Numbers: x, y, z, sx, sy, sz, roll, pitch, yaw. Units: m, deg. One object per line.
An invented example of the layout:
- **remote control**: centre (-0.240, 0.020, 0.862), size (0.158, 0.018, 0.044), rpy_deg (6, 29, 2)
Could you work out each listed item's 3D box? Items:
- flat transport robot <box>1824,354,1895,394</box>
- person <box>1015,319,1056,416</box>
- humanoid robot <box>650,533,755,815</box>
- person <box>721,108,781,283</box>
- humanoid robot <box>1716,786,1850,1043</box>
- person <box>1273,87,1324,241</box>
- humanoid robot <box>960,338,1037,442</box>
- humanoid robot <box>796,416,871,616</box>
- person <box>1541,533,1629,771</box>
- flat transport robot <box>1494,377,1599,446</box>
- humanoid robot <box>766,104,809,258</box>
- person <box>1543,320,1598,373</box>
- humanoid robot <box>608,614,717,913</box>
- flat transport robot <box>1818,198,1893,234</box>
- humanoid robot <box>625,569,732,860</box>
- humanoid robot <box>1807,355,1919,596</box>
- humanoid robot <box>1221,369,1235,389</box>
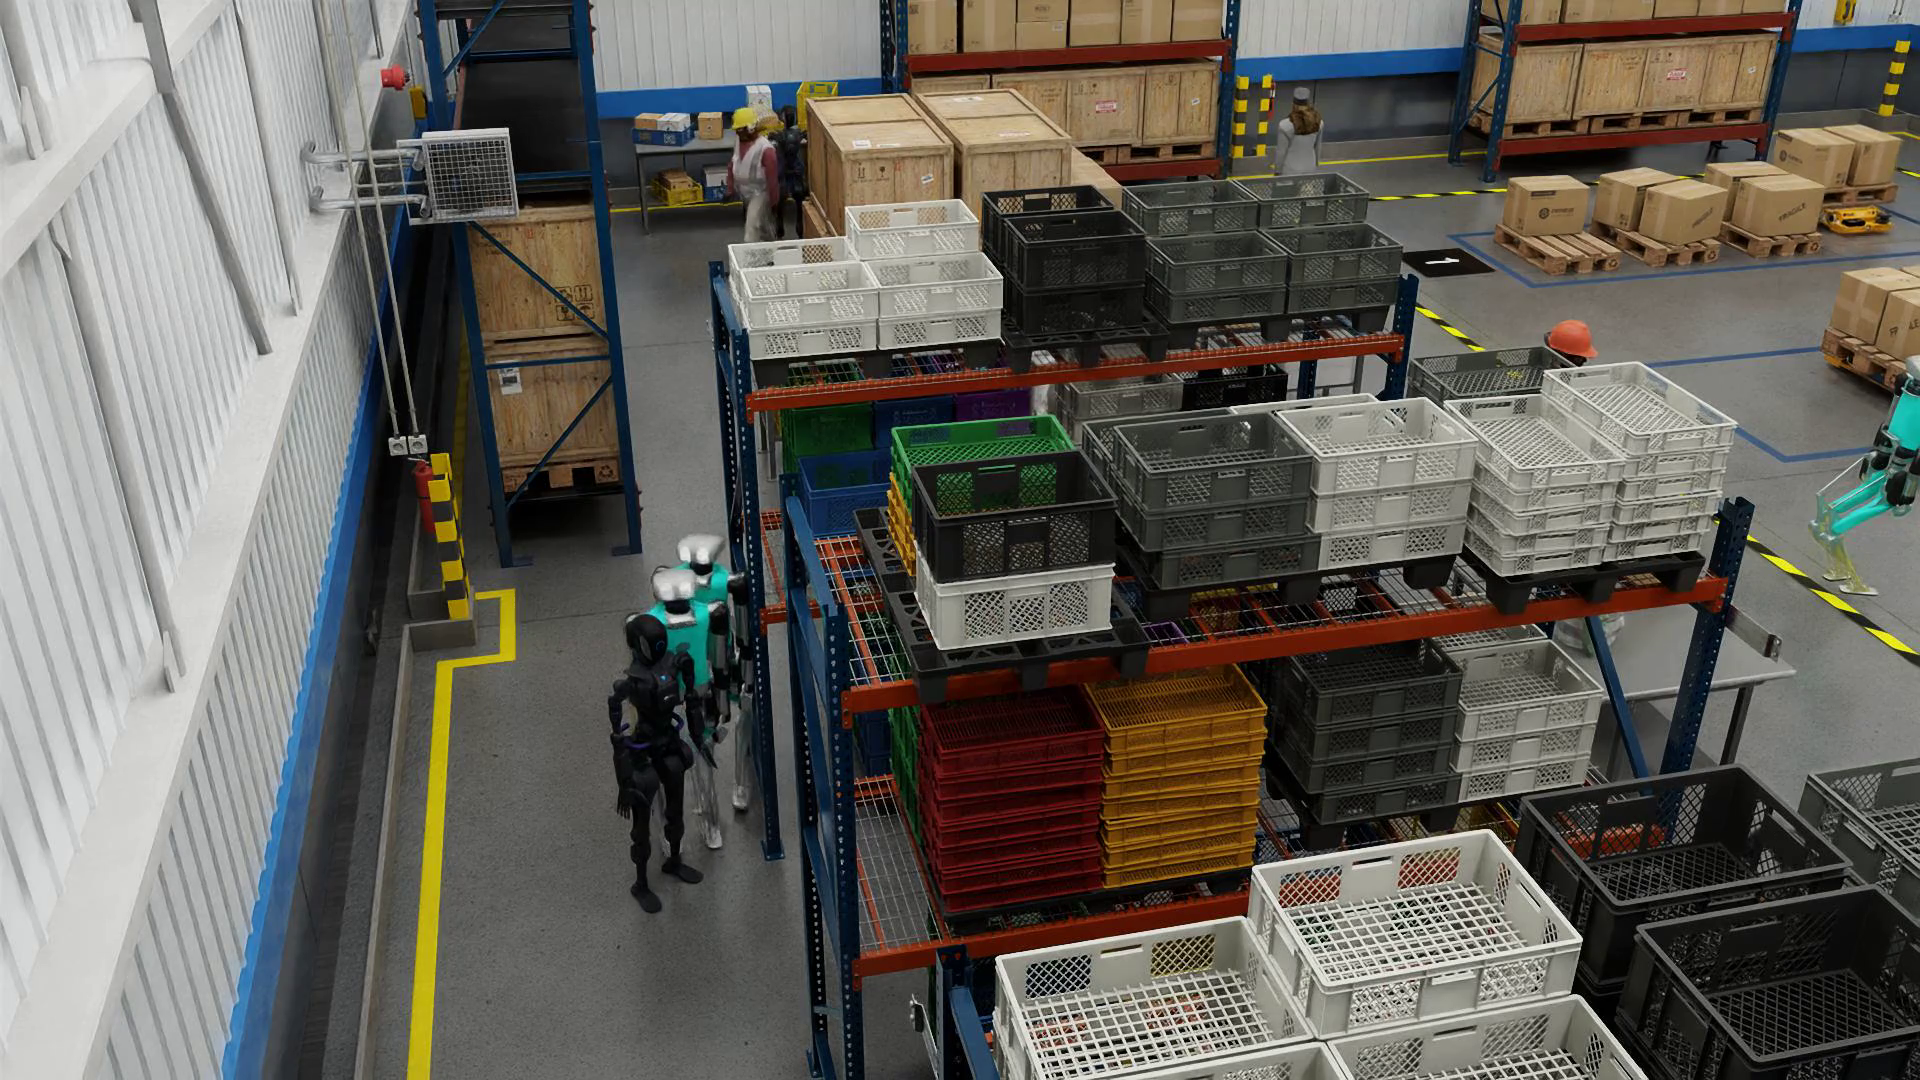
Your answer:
- **flat transport robot**: centre (8.473, -1.467, 14.800), size (0.652, 0.197, 1.431), rpy_deg (-6, 28, -12)
- **person**: centre (0.565, -1.260, 12.704), size (0.337, 1.882, 0.583), rpy_deg (4, 28, 7)
- **humanoid robot**: centre (-1.335, 0.671, 9.141), size (0.532, 1.751, 0.670), rpy_deg (2, 28, 4)
- **person**: centre (-2.181, -3.576, 17.229), size (0.928, 1.766, 0.571), rpy_deg (-22, 35, -35)
- **humanoid robot**: centre (3.514, 1.780, 7.152), size (0.590, 1.639, 0.388), rpy_deg (16, 32, 28)
- **person**: centre (3.650, -4.013, 18.051), size (0.572, 1.766, 0.396), rpy_deg (-11, 30, -20)
- **humanoid robot**: centre (0.298, -0.503, 11.320), size (0.531, 1.690, 0.733), rpy_deg (-4, 28, -7)
- **humanoid robot**: centre (-0.877, -0.216, 10.951), size (0.525, 1.635, 0.612), rpy_deg (-2, 28, -3)
- **person**: centre (3.465, 0.537, 9.227), size (0.388, 1.946, 0.613), rpy_deg (4, 28, 8)
- **flat transport robot**: centre (4.780, -1.036, 14.013), size (0.659, 0.231, 1.431), rpy_deg (-6, 28, -12)
- **humanoid robot**: centre (-1.804, -3.825, 17.779), size (0.599, 1.655, 0.315), rpy_deg (-9, 29, -16)
- **person**: centre (3.908, -0.505, 11.113), size (0.396, 2.035, 0.601), rpy_deg (17, 32, 29)
- **humanoid robot**: centre (-1.523, 1.100, 8.432), size (0.315, 1.657, 0.599), rpy_deg (22, 35, 36)
- **flat transport robot**: centre (10.106, -3.892, 19.401), size (0.652, 0.197, 1.431), rpy_deg (-6, 28, -12)
- **humanoid robot**: centre (-1.494, 0.858, 8.786), size (0.544, 1.746, 0.692), rpy_deg (-10, 29, -18)
- **humanoid robot**: centre (6.062, -0.428, 11.139), size (0.735, 1.677, 0.533), rpy_deg (-1, 28, -2)
- **humanoid robot**: centre (1.407, -0.327, 11.120), size (0.810, 1.794, 0.532), rpy_deg (12, 30, 22)
